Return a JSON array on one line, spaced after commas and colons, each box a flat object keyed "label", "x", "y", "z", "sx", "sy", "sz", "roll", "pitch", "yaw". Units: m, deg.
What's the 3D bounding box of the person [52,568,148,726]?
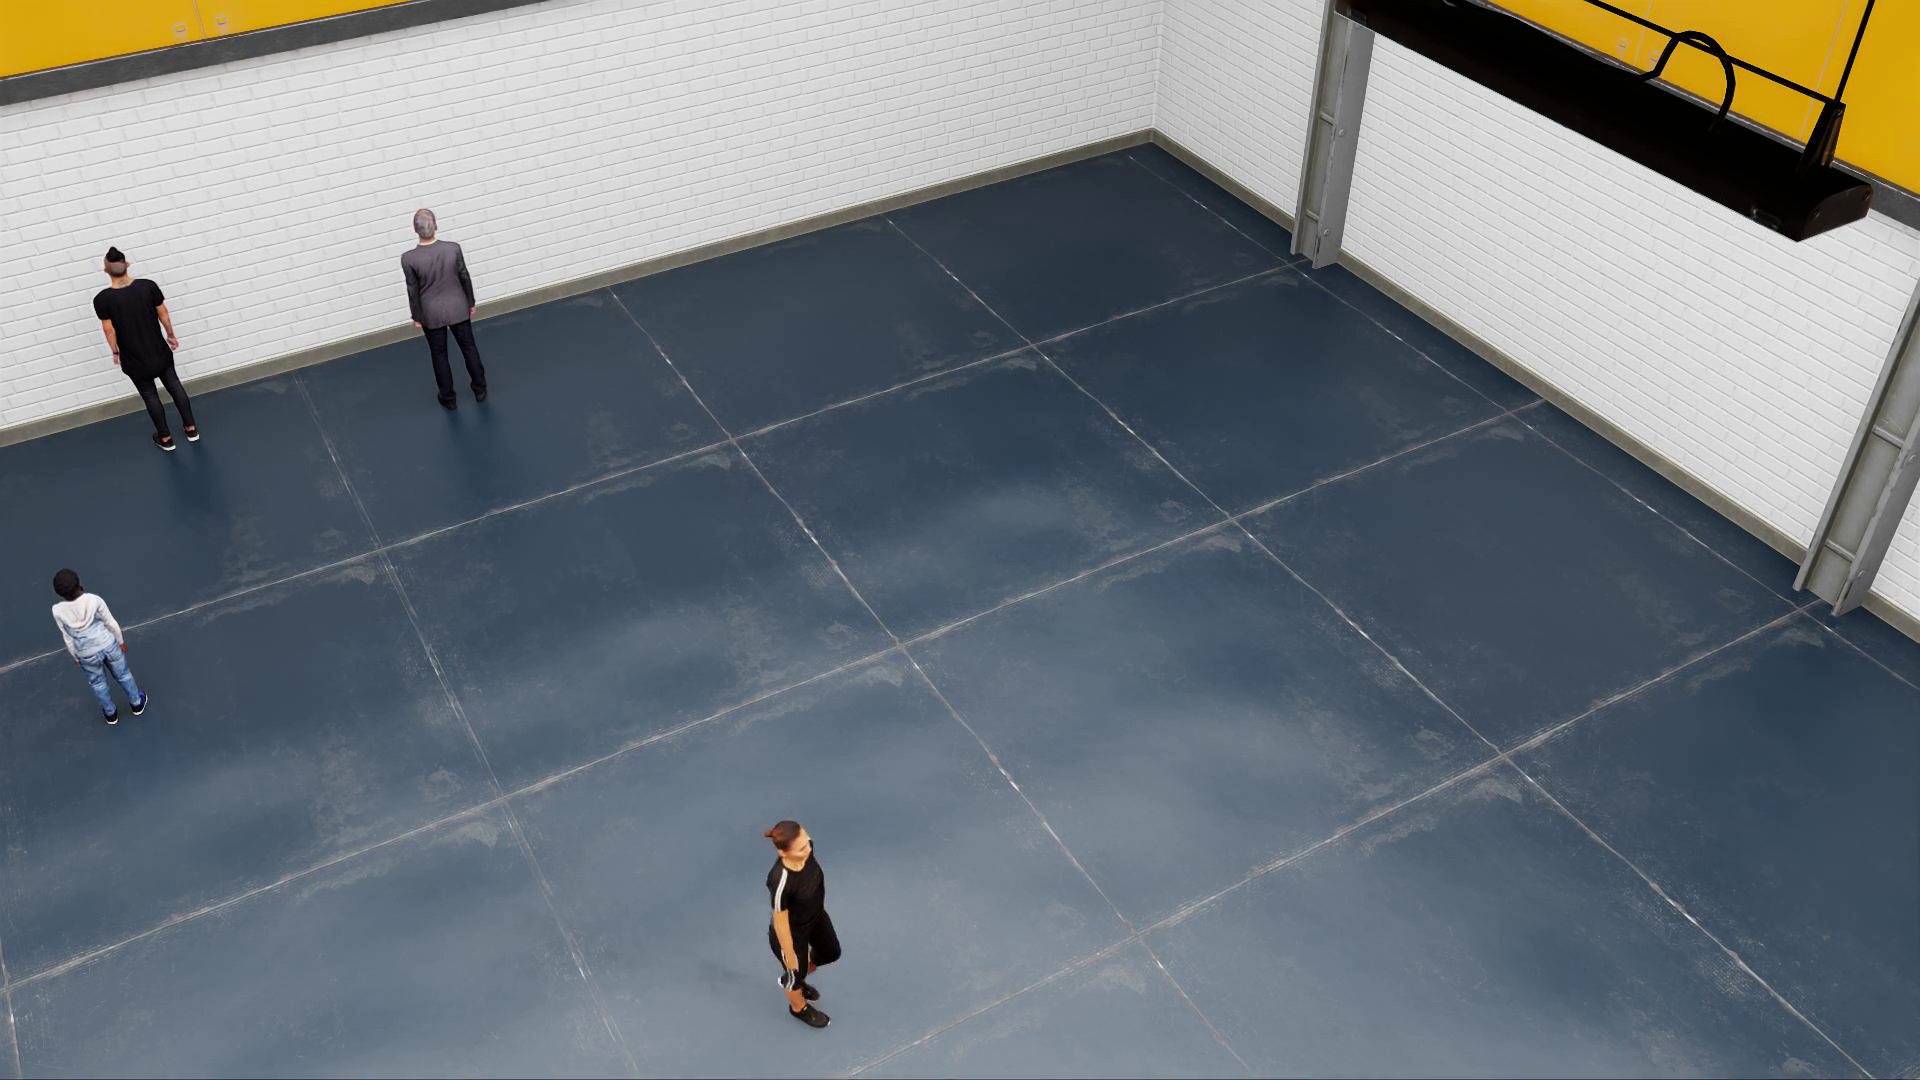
[{"label": "person", "x": -5.803, "y": 0.705, "z": 11.144, "sx": 0.476, "sy": 1.260, "sz": 0.474, "roll": -19, "pitch": 42, "yaw": -22}]

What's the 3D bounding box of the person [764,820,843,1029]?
[{"label": "person", "x": -0.952, "y": 2.075, "z": 9.107, "sx": 0.781, "sy": 1.662, "sz": 0.737, "roll": 15, "pitch": 41, "yaw": 18}]

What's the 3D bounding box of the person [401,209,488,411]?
[{"label": "person", "x": -4.348, "y": -1.948, "z": 14.001, "sx": 0.702, "sy": 1.842, "sz": 0.571, "roll": -19, "pitch": 43, "yaw": -23}]

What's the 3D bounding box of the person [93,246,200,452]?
[{"label": "person", "x": -6.629, "y": -1.576, "z": 13.517, "sx": 0.726, "sy": 1.864, "sz": 0.656, "roll": -30, "pitch": 47, "yaw": -32}]
